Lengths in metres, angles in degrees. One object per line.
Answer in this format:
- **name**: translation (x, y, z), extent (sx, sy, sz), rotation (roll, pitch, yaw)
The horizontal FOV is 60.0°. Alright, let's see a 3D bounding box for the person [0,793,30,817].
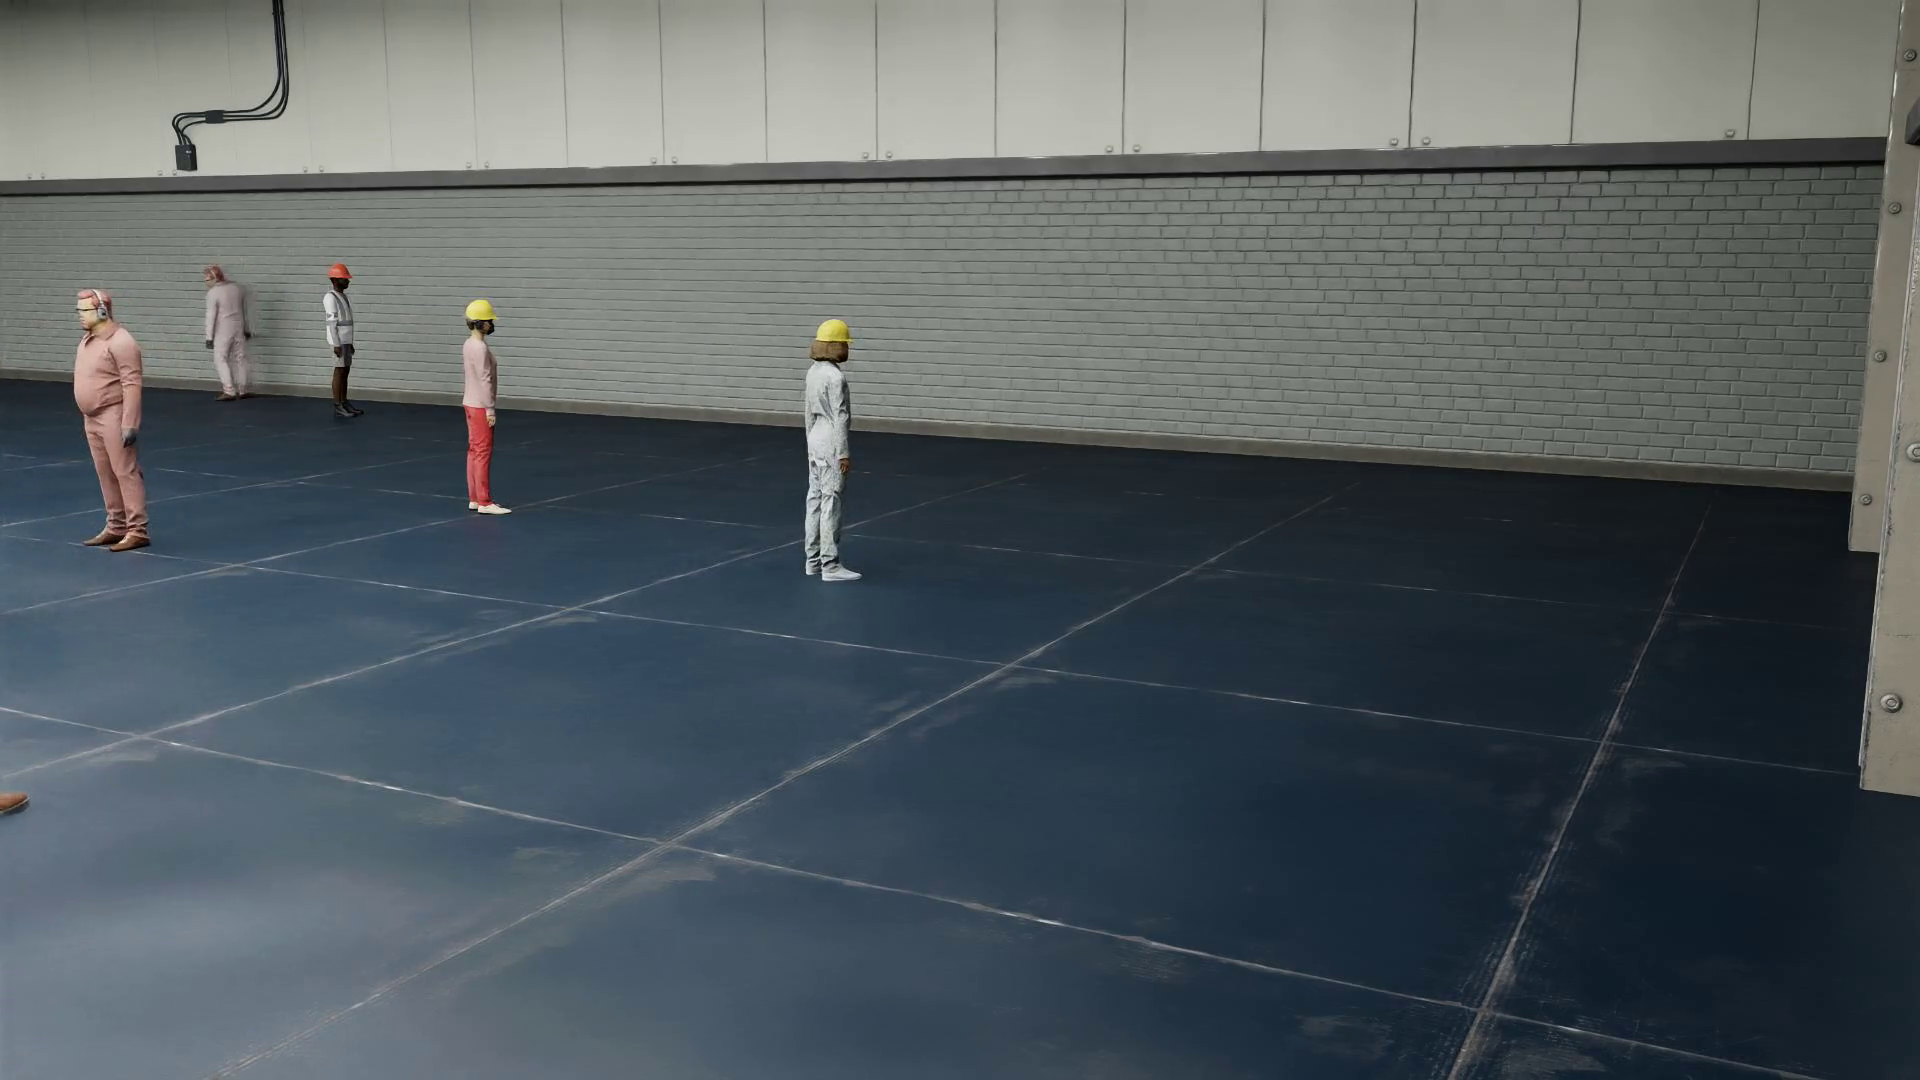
- **person**: translation (-4.123, 0.172, 6.422), extent (0.708, 1.923, 0.632), rotation (-5, 11, -23)

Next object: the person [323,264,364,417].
- **person**: translation (-7.824, -2.525, 21.096), extent (0.361, 1.938, 0.545), rotation (0, 10, -3)

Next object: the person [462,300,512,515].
- **person**: translation (-3.939, -1.093, 13.754), extent (0.314, 1.768, 0.527), rotation (-6, 12, -29)

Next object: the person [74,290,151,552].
- **person**: translation (-6.239, -0.870, 12.161), extent (0.652, 1.904, 0.403), rotation (8, 13, 36)

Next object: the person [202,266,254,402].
- **person**: translation (-10.222, -2.881, 23.237), extent (0.396, 1.874, 0.753), rotation (4, 11, 22)

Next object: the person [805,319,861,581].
- **person**: translation (-0.859, -0.604, 11.153), extent (0.325, 1.740, 0.492), rotation (-6, 12, -29)
